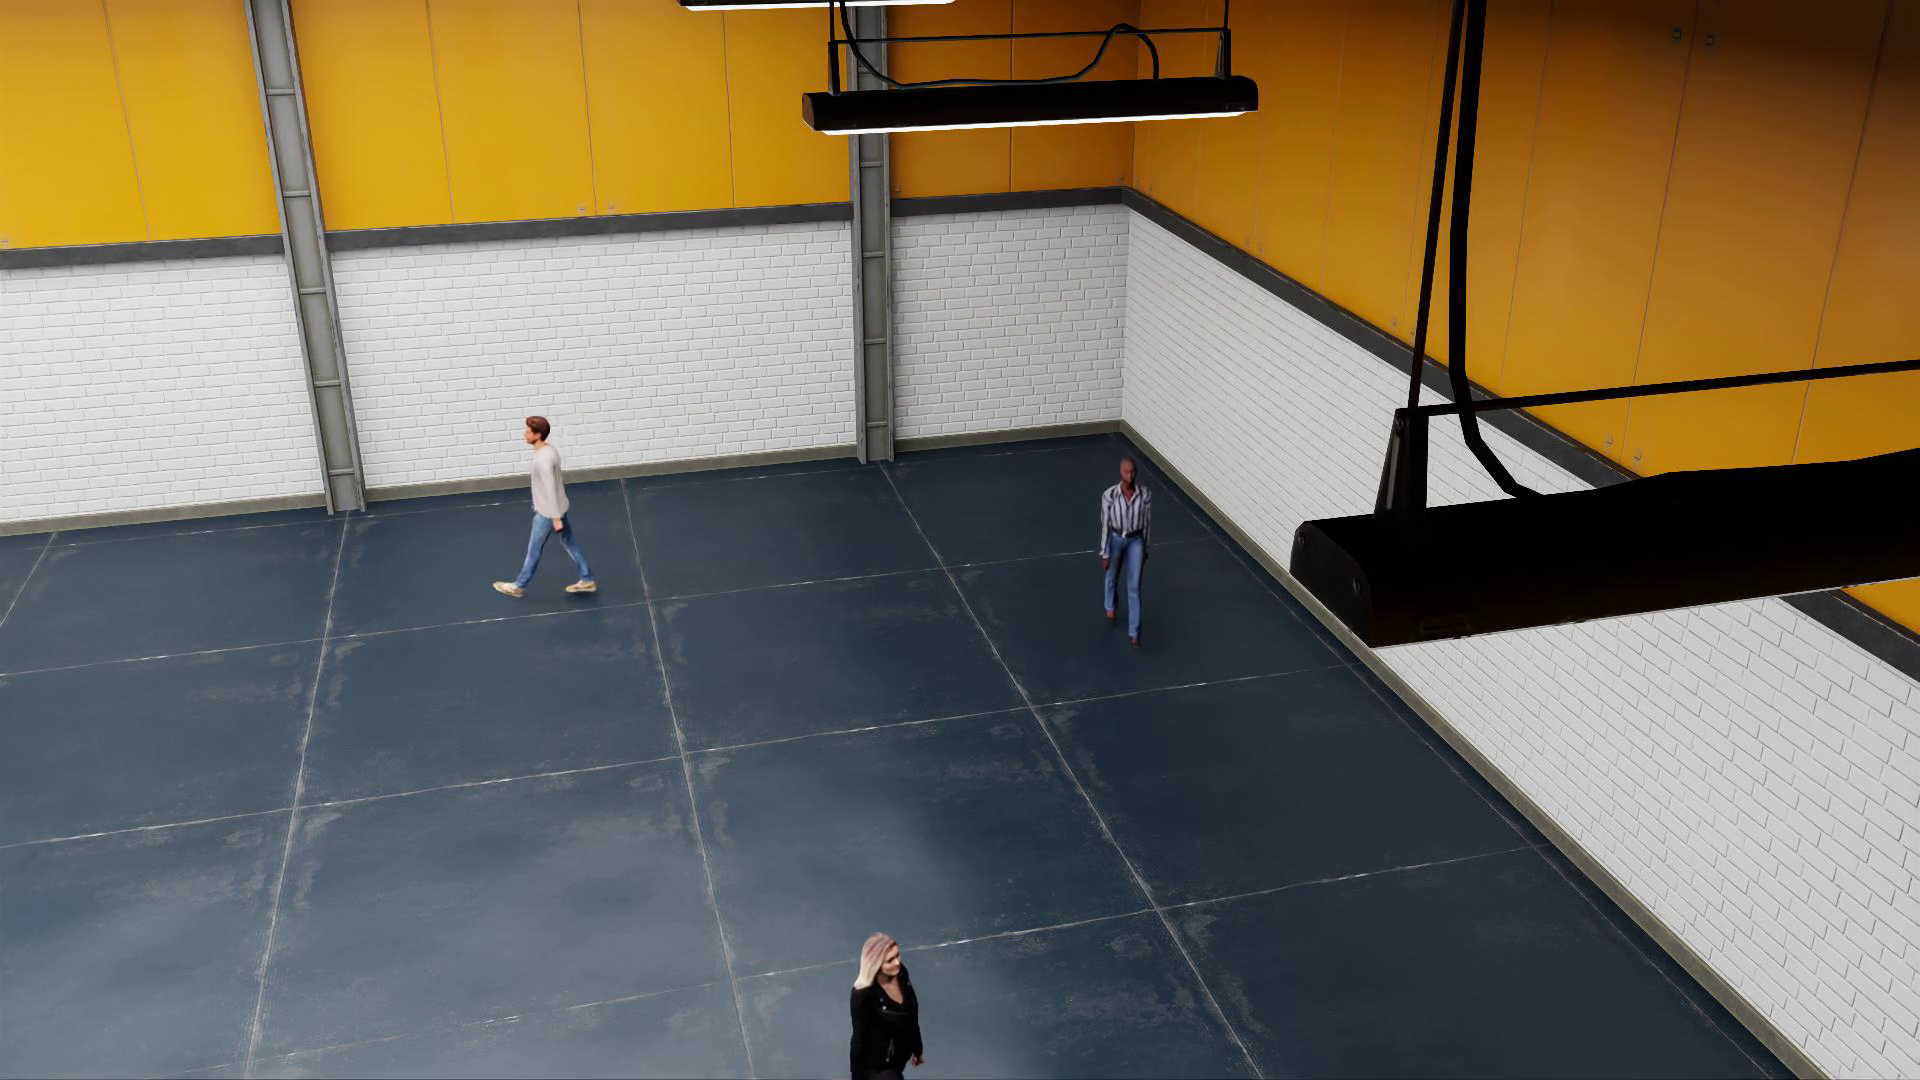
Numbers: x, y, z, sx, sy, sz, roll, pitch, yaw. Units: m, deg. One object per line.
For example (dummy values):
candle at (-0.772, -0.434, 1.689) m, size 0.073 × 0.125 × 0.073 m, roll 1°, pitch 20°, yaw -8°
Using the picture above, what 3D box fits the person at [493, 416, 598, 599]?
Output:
person at (-3.827, -0.279, 16.000) m, size 1.224 × 1.851 × 0.797 m, roll -3°, pitch 24°, yaw -8°

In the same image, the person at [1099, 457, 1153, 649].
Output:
person at (1.488, 0.065, 15.355) m, size 1.168 × 1.735 × 0.866 m, roll -2°, pitch 24°, yaw -4°

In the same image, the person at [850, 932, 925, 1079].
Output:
person at (-0.489, 2.843, 9.114) m, size 1.168 × 1.644 × 1.118 m, roll 14°, pitch 27°, yaw 28°
